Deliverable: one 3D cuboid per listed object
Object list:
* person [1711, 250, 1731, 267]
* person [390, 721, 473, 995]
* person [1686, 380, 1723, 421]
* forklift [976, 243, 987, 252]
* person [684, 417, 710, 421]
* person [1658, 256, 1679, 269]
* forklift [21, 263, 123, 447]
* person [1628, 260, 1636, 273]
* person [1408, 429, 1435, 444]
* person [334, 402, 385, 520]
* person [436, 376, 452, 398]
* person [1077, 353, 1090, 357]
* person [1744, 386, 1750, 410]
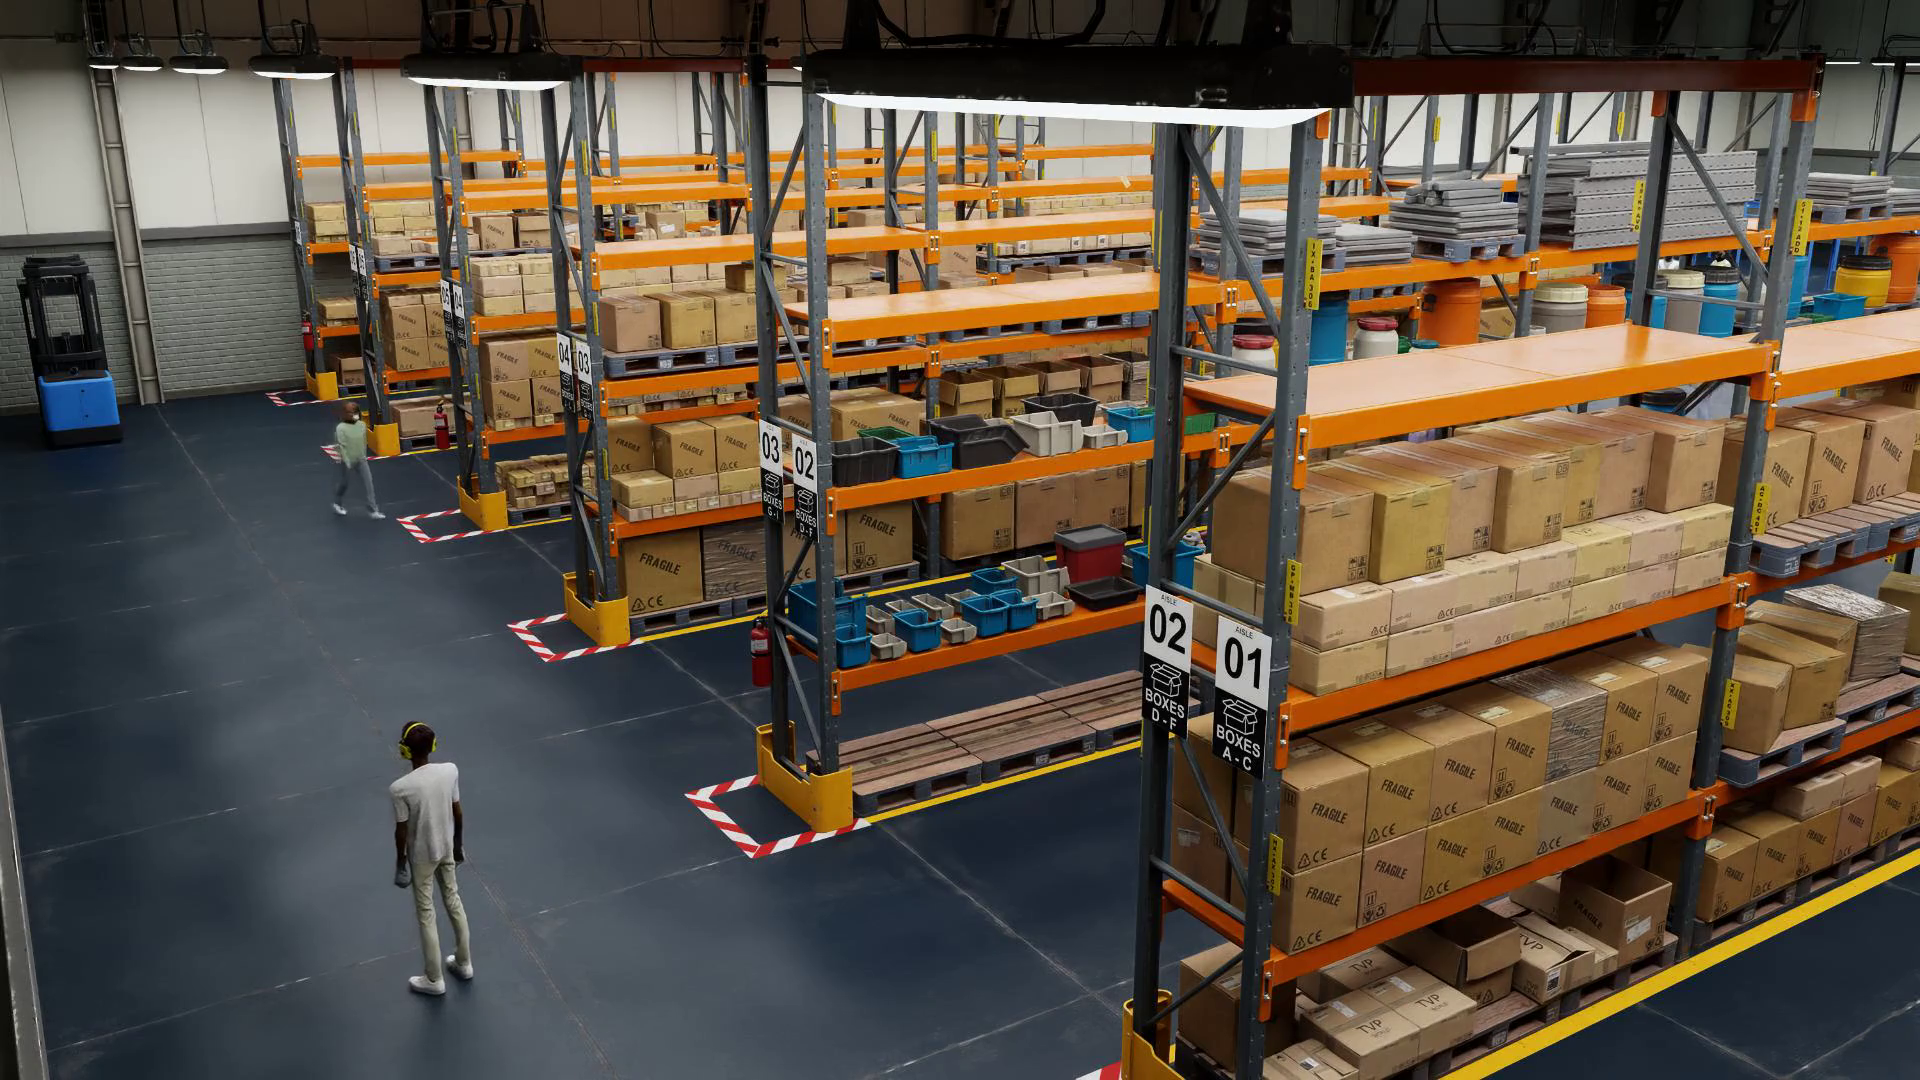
[{"bbox_3d":[17.319,-5.759,36.174,0.429,1.847,0.627,-2,17,-8],"label":"person"},{"bbox_3d":[-3.499,2.085,10.434,0.322,1.864,0.510,12,21,35],"label":"person"},{"bbox_3d":[12.383,-2.693,26.308,0.548,1.734,0.814,-3,17,-9],"label":"person"},{"bbox_3d":[0.988,-5.474,34.718,1.214,2.155,2.313,-10,20,-31],"label":"forklift"},{"bbox_3d":[-4.305,-2.523,25.534,0.634,1.870,0.972,13,22,37],"label":"person"},{"bbox_3d":[16.309,-5.867,36.426,0.555,1.904,0.865,13,21,36],"label":"person"},{"bbox_3d":[-14.518,-3.079,25.708,1.129,2.768,1.873,-10,20,-31],"label":"forklift"},{"bbox_3d":[18.067,-7.634,42.349,0.551,1.820,0.754,10,20,31],"label":"person"},{"bbox_3d":[5.924,-0.985,20.379,0.366,1.927,0.591,-4,17,-12],"label":"person"},{"bbox_3d":[-8.194,-1.088,21.280,0.870,1.592,0.495,11,20,33],"label":"person"},{"bbox_3d":[-8.686,-2.971,26.910,0.830,1.910,0.662,-16,23,-41],"label":"person"},{"bbox_3d":[1.696,-1.786,23.054,0.932,1.907,0.553,-8,19,-25],"label":"person"},{"bbox_3d":[13.544,-2.811,26.859,0.507,1.632,0.267,5,18,17],"label":"person"}]
